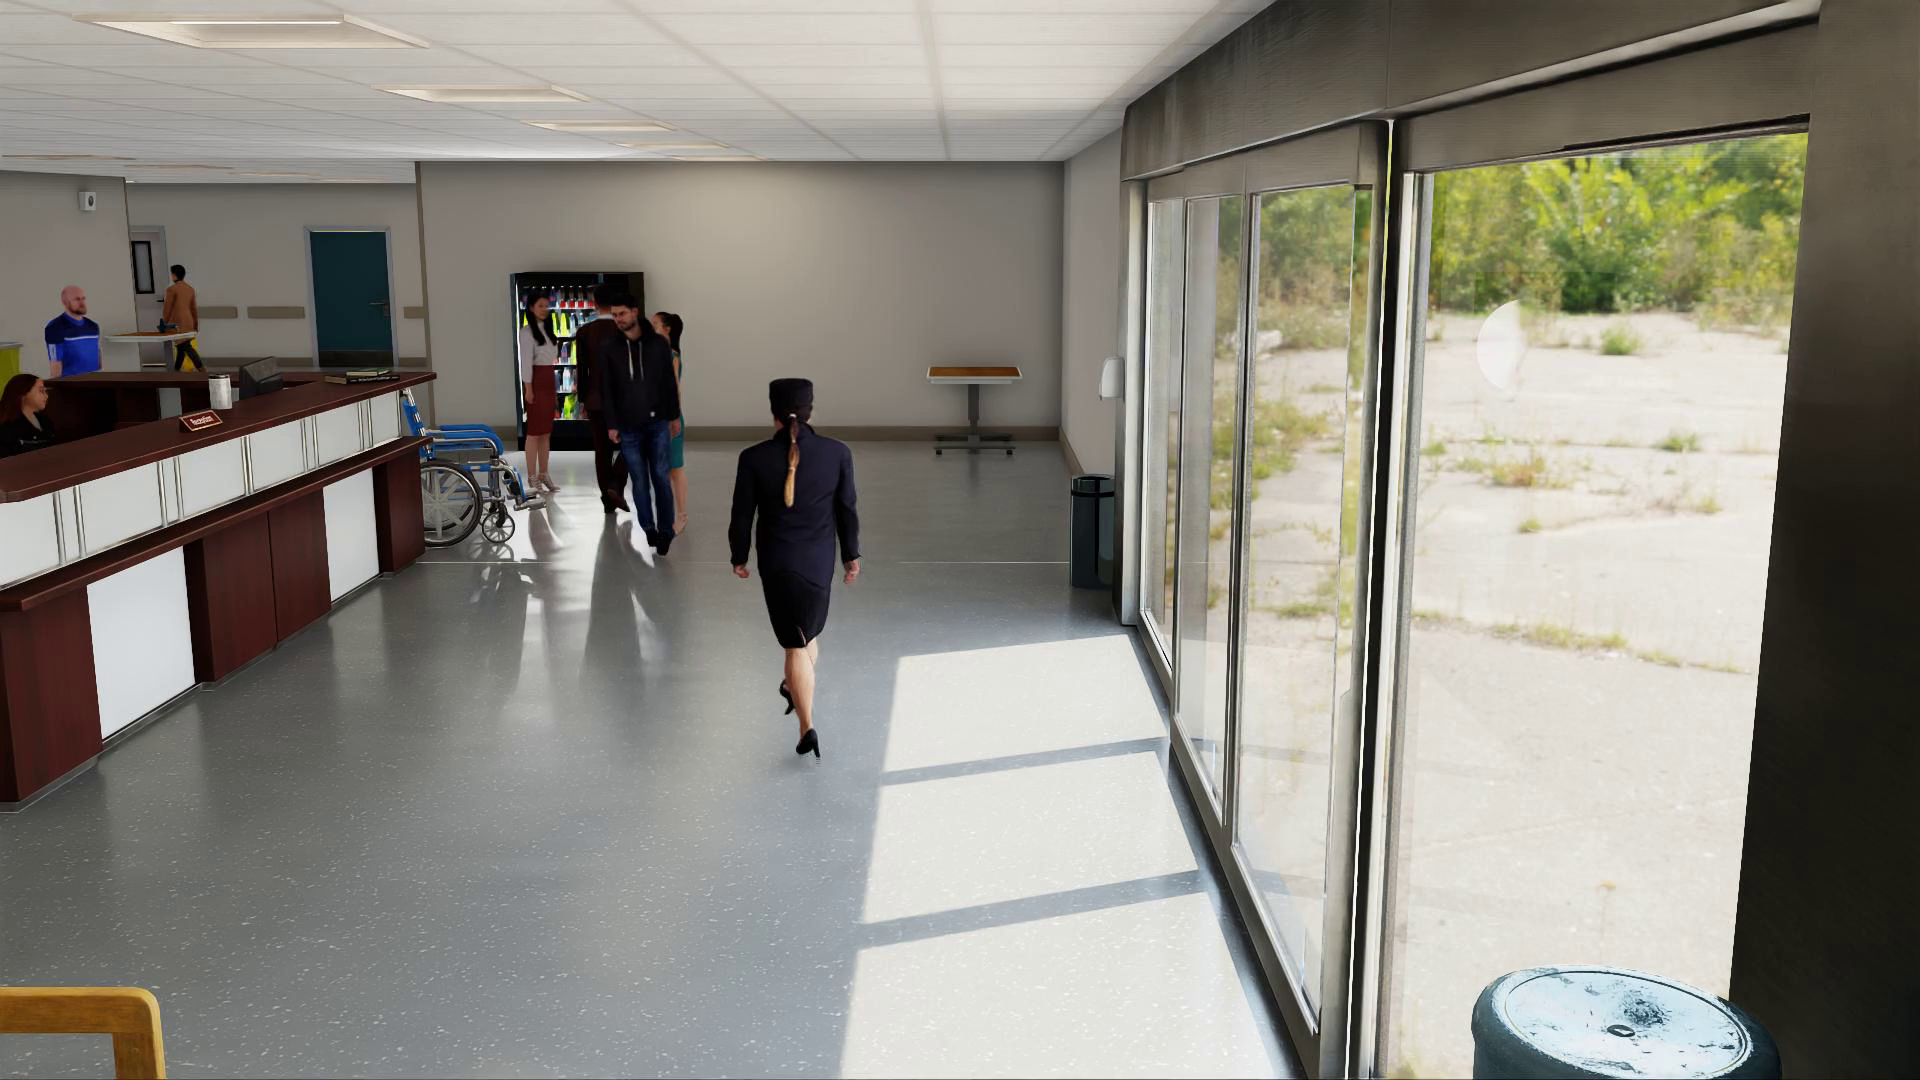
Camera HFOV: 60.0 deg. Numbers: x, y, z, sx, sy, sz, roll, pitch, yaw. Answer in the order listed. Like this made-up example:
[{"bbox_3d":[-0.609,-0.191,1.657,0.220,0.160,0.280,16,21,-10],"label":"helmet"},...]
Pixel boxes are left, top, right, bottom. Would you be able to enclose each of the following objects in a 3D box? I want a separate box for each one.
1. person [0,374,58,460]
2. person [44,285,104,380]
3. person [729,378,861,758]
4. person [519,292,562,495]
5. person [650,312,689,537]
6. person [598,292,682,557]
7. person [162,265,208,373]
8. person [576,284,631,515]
[{"bbox_3d":[-5.456,-0.247,9.814,0.597,1.478,0.643,5,12,24],"label":"person"},{"bbox_3d":[-7.515,-1.226,14.041,1.037,1.824,0.819,3,11,15],"label":"person"},{"bbox_3d":[-0.701,0.155,7.261,1.088,1.640,0.990,-3,11,-18],"label":"person"},{"bbox_3d":[-3.674,-1.287,14.561,0.619,1.750,0.655,4,11,18],"label":"person"},{"bbox_3d":[-2.224,-0.877,12.577,0.658,1.685,0.613,-9,14,-39],"label":"person"},{"bbox_3d":[-2.259,-0.806,11.811,1.118,1.832,0.913,-3,11,-13],"label":"person"},{"bbox_3d":[-11.556,-3.226,24.817,1.182,1.695,0.882,4,11,19],"label":"person"},{"bbox_3d":[-2.819,-1.108,13.344,0.773,1.852,0.769,0,11,1],"label":"person"}]
